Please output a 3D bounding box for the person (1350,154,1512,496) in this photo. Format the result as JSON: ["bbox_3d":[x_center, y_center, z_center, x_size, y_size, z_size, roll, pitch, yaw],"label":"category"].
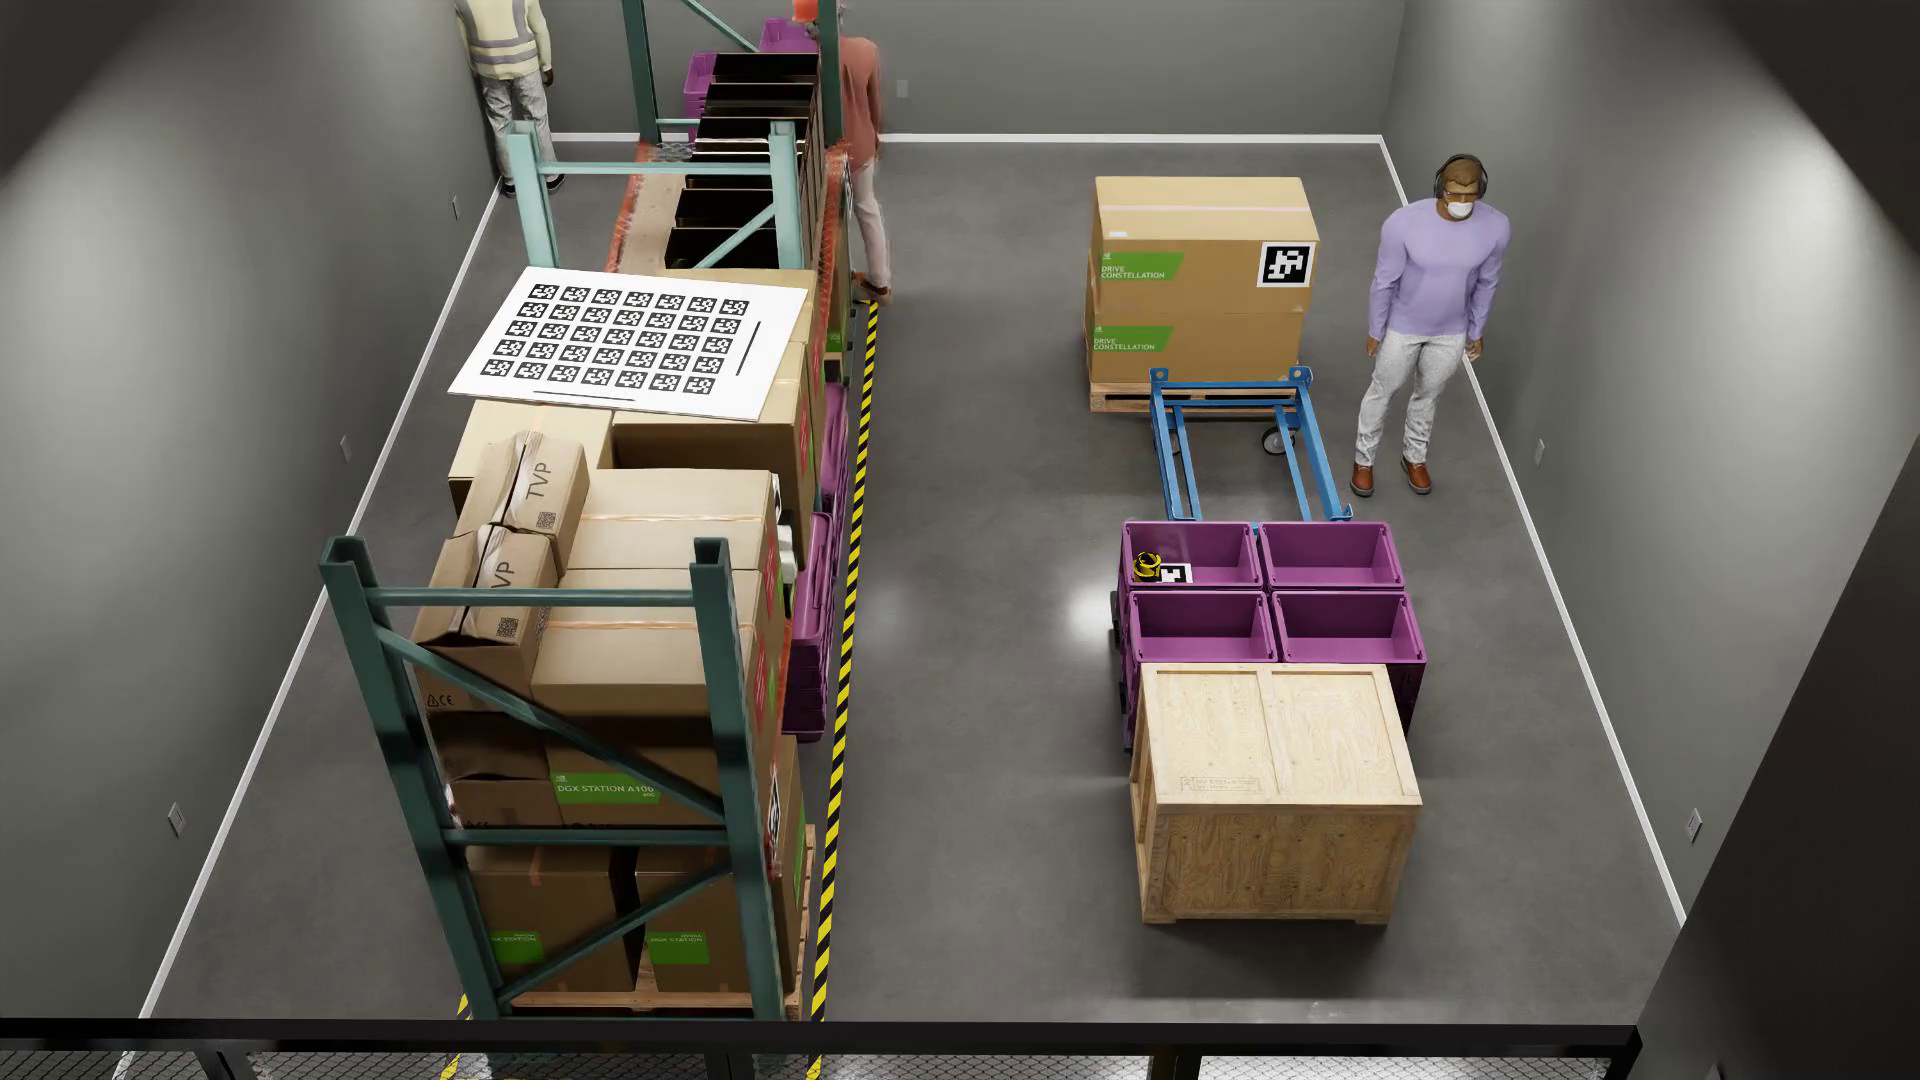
[{"bbox_3d":[2.337,-1.060,8.323,0.629,1.940,0.379,0,41,0],"label":"person"}]

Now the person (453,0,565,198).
[{"bbox_3d":[-2.911,-3.077,10.699,0.587,1.837,0.404,-5,42,-6],"label":"person"}]

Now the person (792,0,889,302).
[{"bbox_3d":[-0.703,-2.252,9.670,0.562,1.948,0.749,33,51,32],"label":"person"}]
